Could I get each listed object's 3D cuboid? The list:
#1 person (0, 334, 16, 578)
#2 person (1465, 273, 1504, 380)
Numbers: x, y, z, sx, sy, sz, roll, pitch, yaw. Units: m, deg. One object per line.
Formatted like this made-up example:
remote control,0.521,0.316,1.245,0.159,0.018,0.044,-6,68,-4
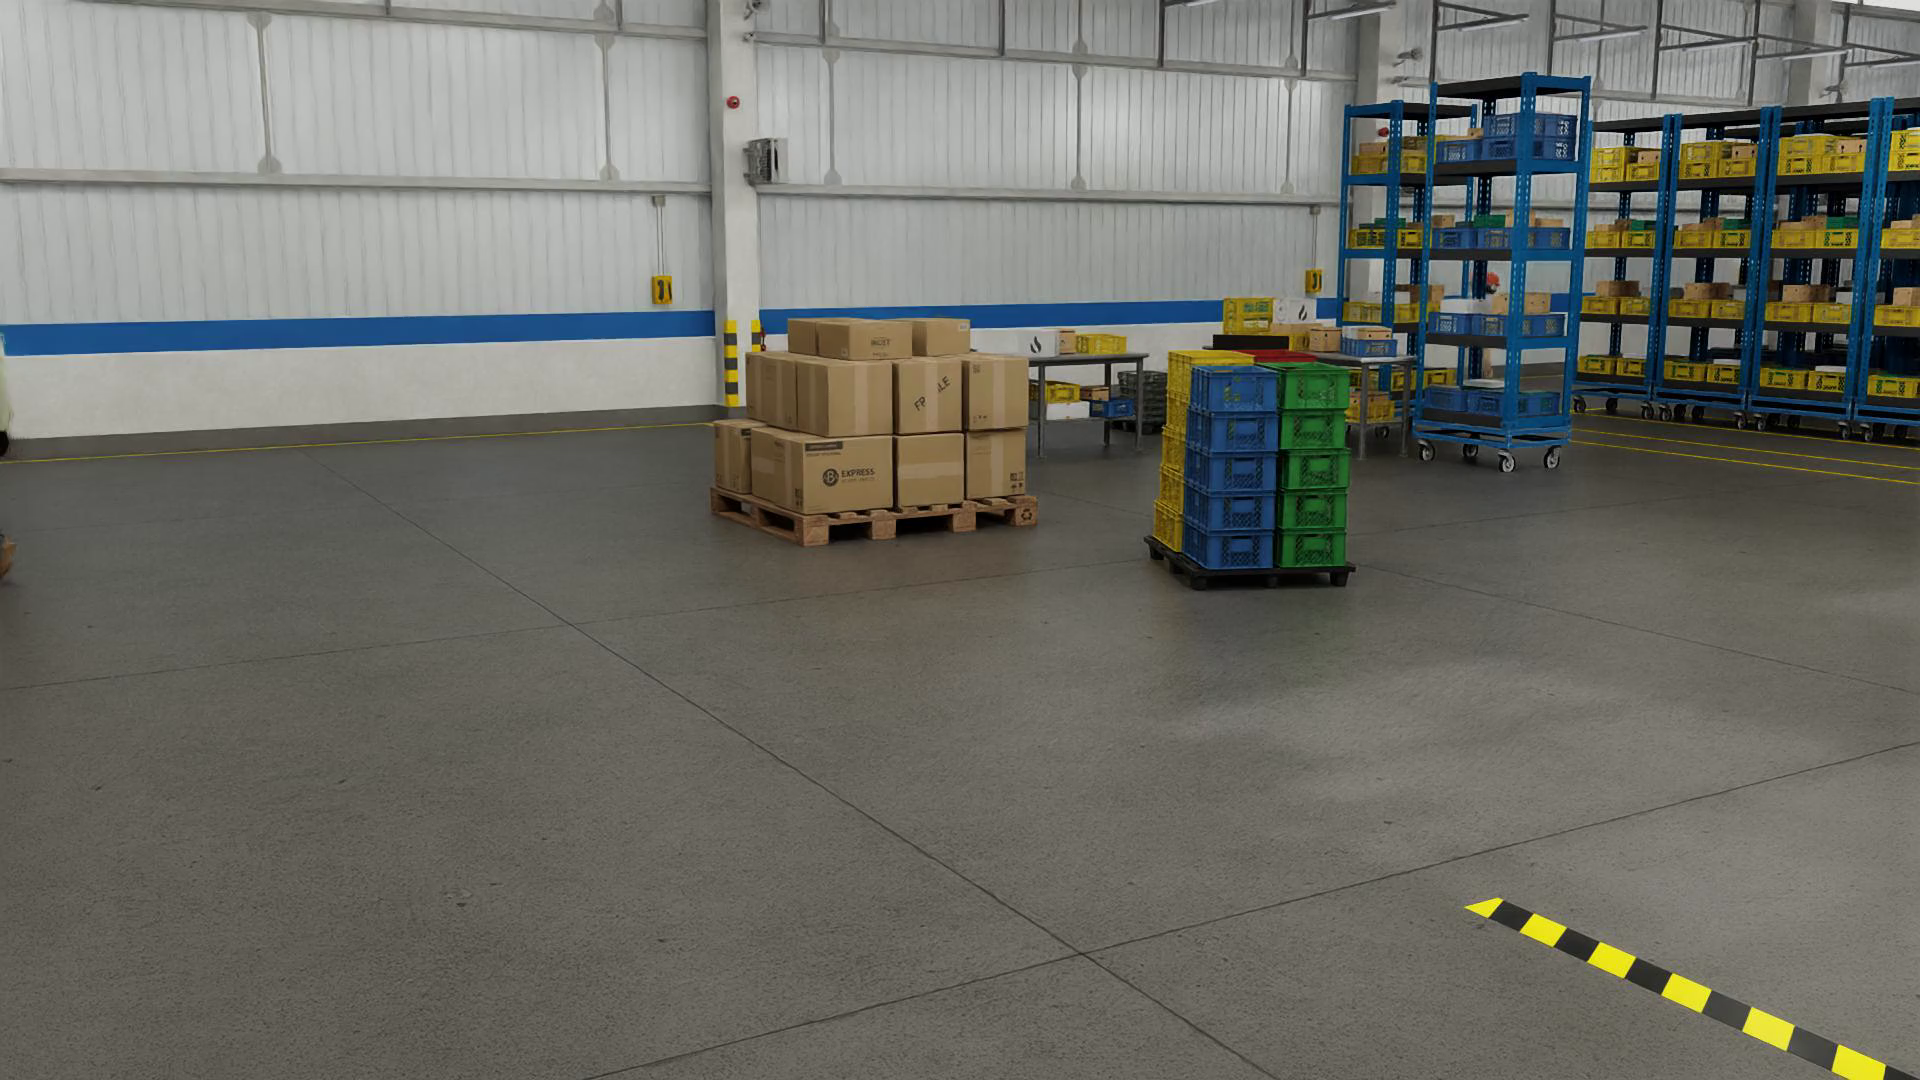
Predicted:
person,-6.206,-0.720,10.357,0.887,1.966,0.616,5,11,27
person,7.329,-2.838,23.072,0.912,1.699,0.590,-5,11,-27
